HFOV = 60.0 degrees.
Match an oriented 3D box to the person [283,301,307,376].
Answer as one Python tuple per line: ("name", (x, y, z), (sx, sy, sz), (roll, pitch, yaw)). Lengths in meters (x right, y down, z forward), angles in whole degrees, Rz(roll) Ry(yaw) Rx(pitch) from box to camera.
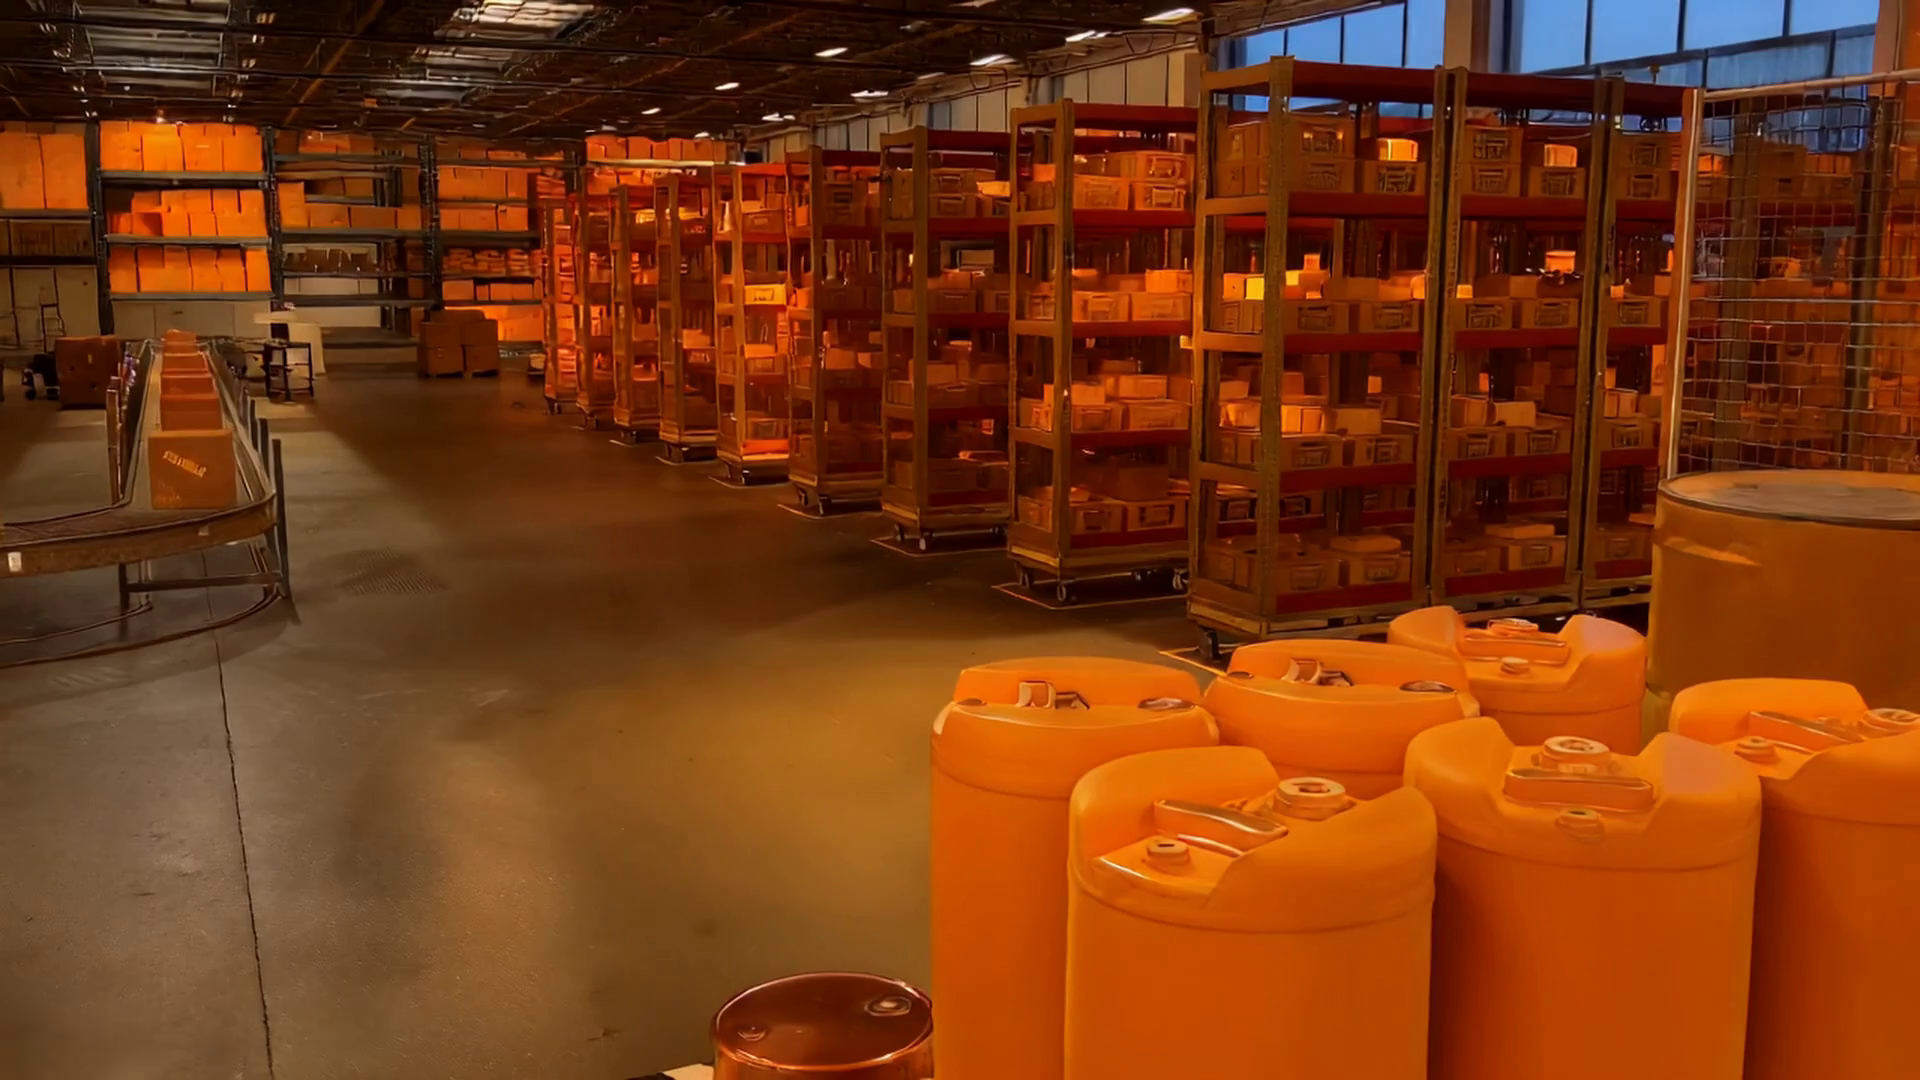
("person", (-15.396, -4.629, 38.376), (0.785, 1.734, 0.528), (-3, 10, -20))

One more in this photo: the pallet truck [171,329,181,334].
("pallet truck", (-17.275, -3.851, 35.096), (1.601, 1.201, 0.680), (0, 9, 1))

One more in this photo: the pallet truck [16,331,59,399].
("pallet truck", (-17.082, -3.353, 31.781), (1.630, 1.274, 0.653), (-4, 10, -25))
